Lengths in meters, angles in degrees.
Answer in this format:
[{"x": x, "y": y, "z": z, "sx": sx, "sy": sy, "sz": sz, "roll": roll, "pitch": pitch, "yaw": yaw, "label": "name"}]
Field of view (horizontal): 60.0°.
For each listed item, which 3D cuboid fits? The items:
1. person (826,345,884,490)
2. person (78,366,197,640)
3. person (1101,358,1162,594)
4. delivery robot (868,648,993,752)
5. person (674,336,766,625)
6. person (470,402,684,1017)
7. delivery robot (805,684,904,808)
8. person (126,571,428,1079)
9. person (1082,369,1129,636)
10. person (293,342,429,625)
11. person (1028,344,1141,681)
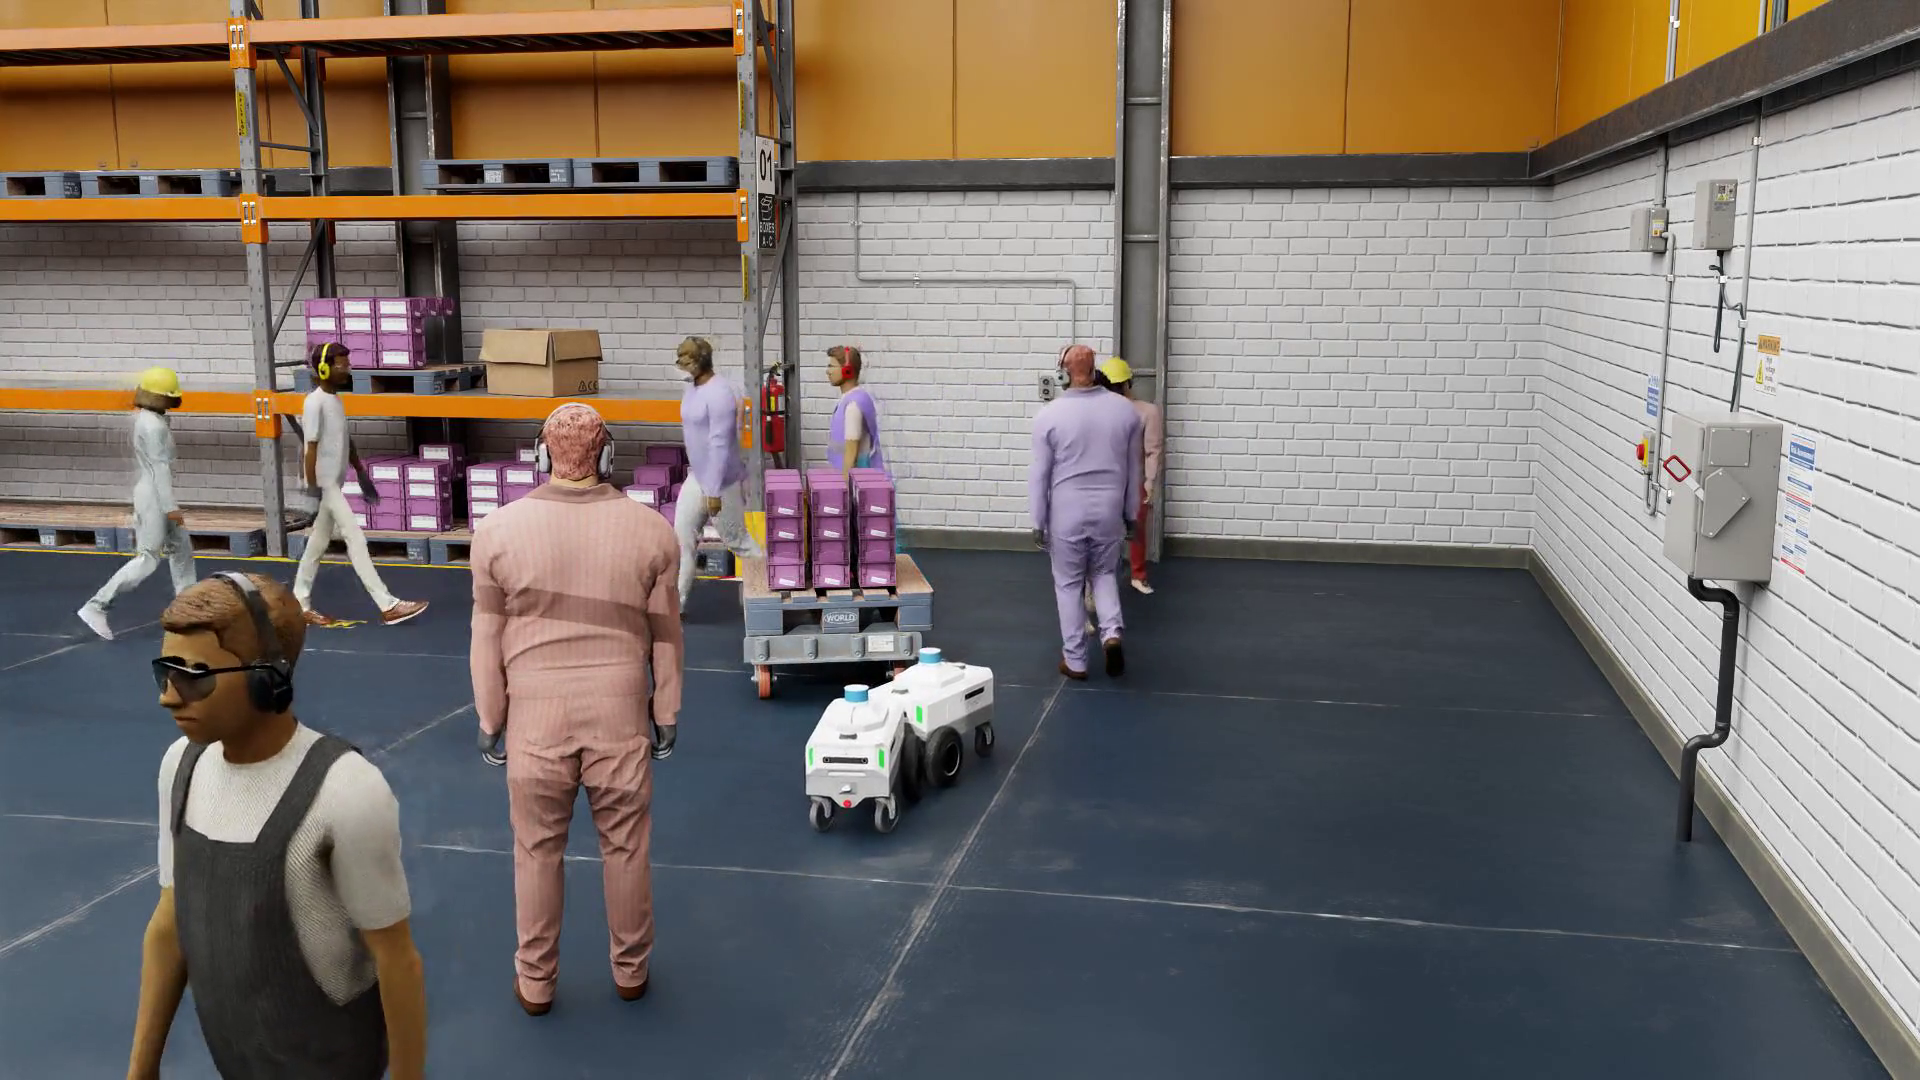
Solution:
[{"x": -0.743, "y": -0.368, "z": 10.875, "sx": 0.961, "sy": 1.788, "sz": 0.583, "roll": -1, "pitch": 10, "yaw": -8, "label": "person"}, {"x": -5.076, "y": -0.234, "z": 10.338, "sx": 0.777, "sy": 1.700, "sz": 0.483, "roll": -4, "pitch": 10, "yaw": -23, "label": "person"}, {"x": 1.112, "y": -0.414, "z": 11.464, "sx": 0.550, "sy": 1.693, "sz": 0.824, "roll": 1, "pitch": 9, "yaw": 6, "label": "person"}, {"x": -0.138, "y": 0.739, "z": 7.639, "sx": 0.477, "sy": 0.478, "sz": 0.707, "roll": 5, "pitch": 11, "yaw": 29, "label": "delivery robot"}, {"x": -1.544, "y": -0.375, "z": 10.672, "sx": 1.008, "sy": 1.888, "sz": 0.654, "roll": -6, "pitch": 11, "yaw": -31, "label": "person"}, {"x": -1.186, "y": 0.524, "z": 5.196, "sx": 0.647, "sy": 1.901, "sz": 0.402, "roll": -3, "pitch": 10, "yaw": -17, "label": "person"}, {"x": -0.432, "y": 0.850, "z": 6.969, "sx": 0.477, "sy": 0.478, "sz": 0.707, "roll": 1, "pitch": 9, "yaw": 4, "label": "delivery robot"}, {"x": -1.230, "y": 0.957, "z": 2.816, "sx": 0.506, "sy": 1.810, "sz": 0.839, "roll": 6, "pitch": 11, "yaw": 34, "label": "person"}, {"x": 0.821, "y": -0.251, "z": 10.498, "sx": 0.555, "sy": 1.672, "sz": 0.490, "roll": -2, "pitch": 10, "yaw": -12, "label": "person"}, {"x": -3.909, "y": -0.339, "z": 10.626, "sx": 0.940, "sy": 1.827, "sz": 0.517, "roll": -2, "pitch": 10, "yaw": -9, "label": "person"}, {"x": 0.688, "y": -0.142, "z": 9.223, "sx": 0.660, "sy": 1.884, "sz": 0.455, "roll": -3, "pitch": 10, "yaw": -16, "label": "person"}]
